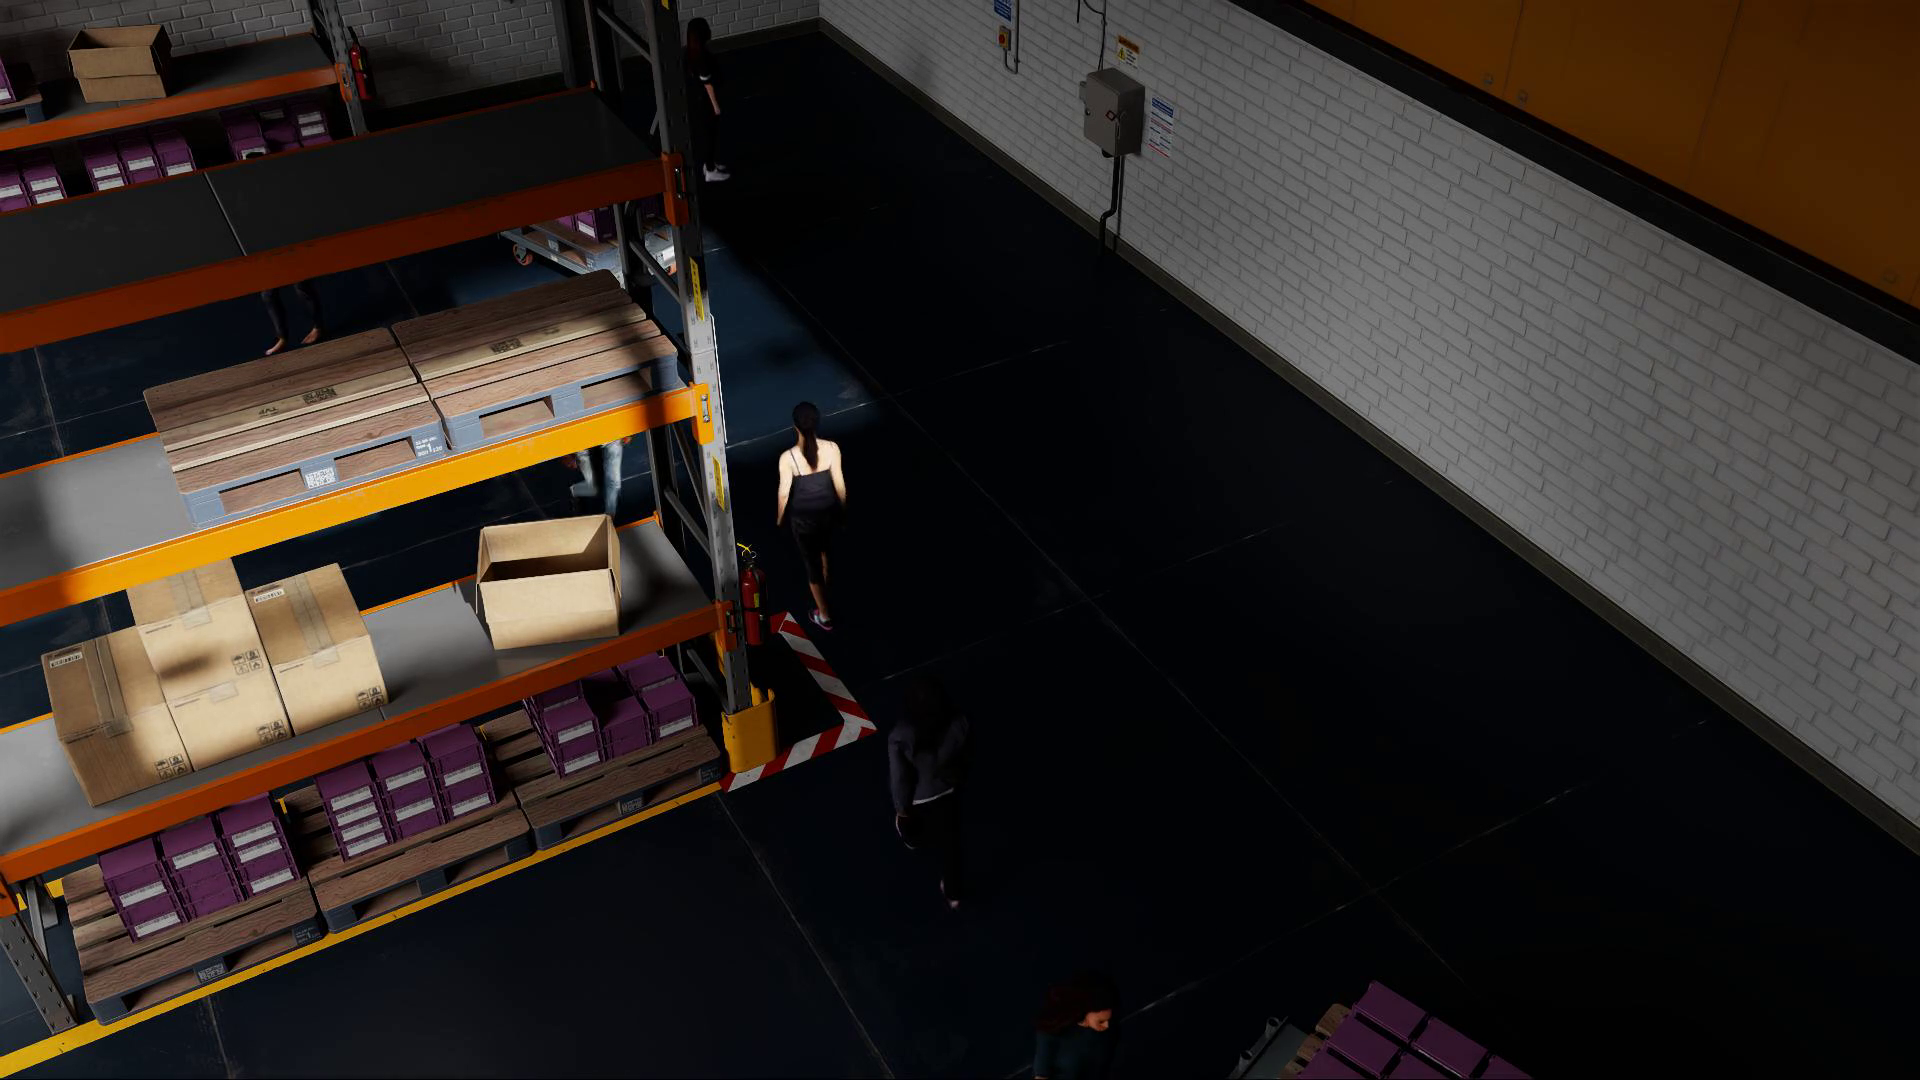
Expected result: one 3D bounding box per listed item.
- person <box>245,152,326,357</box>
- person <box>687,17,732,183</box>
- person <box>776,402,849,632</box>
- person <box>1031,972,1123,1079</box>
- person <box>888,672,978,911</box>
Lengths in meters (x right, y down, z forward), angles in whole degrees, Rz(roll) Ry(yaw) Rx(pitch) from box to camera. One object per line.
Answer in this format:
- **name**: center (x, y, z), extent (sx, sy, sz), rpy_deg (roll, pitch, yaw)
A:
- **person**: center (-5.584, -2.436, 13.827), extent (0.873, 1.755, 0.944), rpy_deg (13, 40, 15)
- **person**: center (-2.504, -4.296, 16.249), extent (0.612, 1.639, 0.632), rpy_deg (-14, 41, -17)
- **person**: center (-0.918, -0.093, 10.923), extent (0.543, 1.717, 0.651), rpy_deg (-21, 43, -24)
- **person**: center (0.502, 2.473, 7.822), extent (1.036, 1.578, 0.888), rpy_deg (-5, 39, -6)
- **person**: center (-0.148, 1.391, 9.191), extent (1.040, 1.561, 0.873), rpy_deg (-12, 40, -15)
